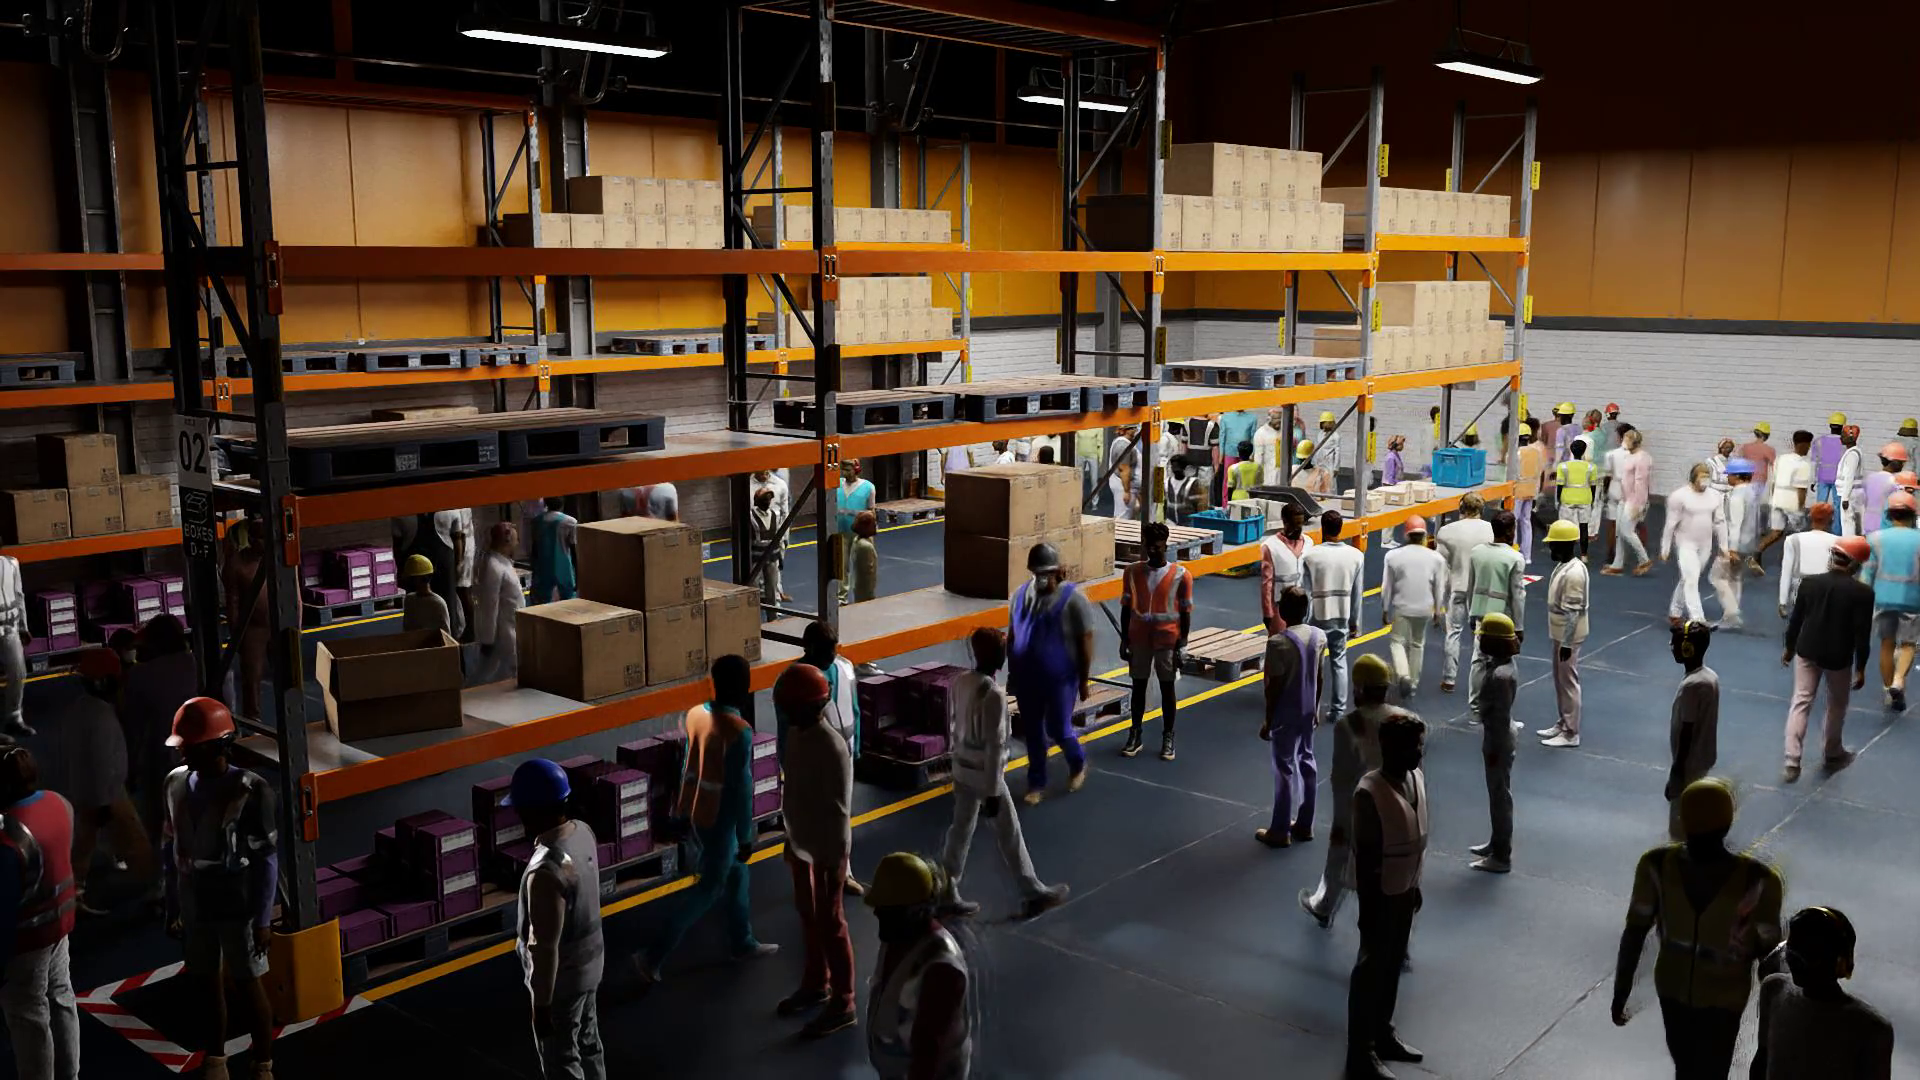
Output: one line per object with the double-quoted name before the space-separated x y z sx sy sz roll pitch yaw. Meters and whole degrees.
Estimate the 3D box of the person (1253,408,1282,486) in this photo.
"person" 4.697 -1.036 24.918 0.656 1.893 0.399 -6 11 -30

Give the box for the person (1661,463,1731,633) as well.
"person" 8.063 0.103 18.131 0.635 1.882 1.021 -2 10 -14

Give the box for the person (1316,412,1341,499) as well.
"person" 5.710 -1.134 25.940 0.316 1.742 0.492 -5 11 -29

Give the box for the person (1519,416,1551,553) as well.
"person" 7.942 -0.739 22.966 0.712 1.946 0.632 0 10 -3

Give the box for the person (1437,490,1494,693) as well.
"person" 4.790 0.496 15.672 0.634 1.931 0.359 3 10 16

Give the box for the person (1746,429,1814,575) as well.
"person" 10.584 -0.464 21.403 0.812 1.935 0.622 -3 10 -18

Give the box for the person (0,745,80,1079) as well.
"person" -4.390 1.857 7.796 0.429 1.844 0.625 0 10 -2

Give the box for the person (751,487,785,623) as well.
"person" -2.147 0.230 18.134 0.517 1.632 0.314 -7 12 -36

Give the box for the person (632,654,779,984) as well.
"person" -1.450 1.579 9.379 0.916 1.876 0.623 -7 12 -36

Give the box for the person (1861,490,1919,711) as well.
"person" 8.432 0.566 14.976 0.642 2.016 0.664 7 12 36

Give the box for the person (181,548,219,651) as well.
"person" -7.221 0.582 15.834 0.322 1.697 0.530 -8 12 -38

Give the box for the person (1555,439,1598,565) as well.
"person" 8.267 -0.507 22.335 0.532 1.697 0.320 2 10 14

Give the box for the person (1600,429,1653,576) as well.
"person" 8.613 -0.469 21.416 0.527 1.926 0.671 1 10 4

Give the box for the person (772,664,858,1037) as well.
"person" -0.785 1.619 8.803 0.409 1.984 0.613 -5 11 -29

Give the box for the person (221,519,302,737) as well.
"person" -5.919 0.758 14.203 0.636 1.899 0.400 -9 13 -42

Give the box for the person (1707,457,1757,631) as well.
"person" 8.503 0.054 18.290 0.452 1.930 0.643 8 12 39

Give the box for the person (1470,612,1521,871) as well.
"person" 3.581 1.343 11.154 0.321 1.742 0.492 3 10 18

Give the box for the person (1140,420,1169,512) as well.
"person" 3.142 -1.413 27.024 0.551 1.936 0.357 -1 10 -6

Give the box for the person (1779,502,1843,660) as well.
"person" 8.035 0.551 15.649 0.584 1.828 1.036 6 11 32

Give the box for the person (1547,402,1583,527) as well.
"person" 9.234 -1.134 25.413 0.619 1.926 0.379 -8 12 -39

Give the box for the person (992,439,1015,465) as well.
"person" 0.578 -0.509 21.806 0.338 1.877 0.573 1 10 6

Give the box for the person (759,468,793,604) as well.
"person" -2.225 -0.178 19.703 0.377 1.932 0.636 7 12 35

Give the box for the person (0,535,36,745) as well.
"person" -8.147 0.790 14.079 0.395 1.877 0.600 4 10 22

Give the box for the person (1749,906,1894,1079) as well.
"person" 2.971 2.171 5.835 0.313 1.869 0.528 -5 11 -29

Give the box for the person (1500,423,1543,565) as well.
"person" 7.520 -0.610 22.325 0.591 1.912 0.397 -4 10 -24

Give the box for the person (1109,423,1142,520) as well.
"person" 2.294 -0.724 22.605 0.535 2.000 0.684 0 10 1

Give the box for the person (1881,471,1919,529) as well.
"person" 10.537 0.081 18.706 0.351 1.738 0.573 5 11 26

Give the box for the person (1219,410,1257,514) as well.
"person" 4.468 -1.399 26.771 0.611 1.996 0.379 1 10 5

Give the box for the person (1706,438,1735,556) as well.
"person" 10.533 -0.590 23.002 0.514 1.641 0.307 0 10 -1

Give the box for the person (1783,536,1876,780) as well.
"person" 6.869 0.913 13.167 0.968 1.925 0.713 -8 12 -39

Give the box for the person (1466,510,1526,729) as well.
"person" 4.662 0.694 14.504 0.399 1.920 0.590 -5 11 -29

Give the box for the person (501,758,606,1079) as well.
"person" -1.763 1.894 7.294 0.415 1.939 0.604 1 10 4

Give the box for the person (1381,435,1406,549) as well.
"person" 6.137 -0.685 23.594 0.321 1.631 0.527 3 10 20

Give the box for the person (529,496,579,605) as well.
"person" -4.082 0.344 16.858 0.511 1.835 0.401 1 10 3

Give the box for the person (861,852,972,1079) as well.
"person" -0.249 2.099 6.484 0.878 1.786 0.603 -4 10 -25

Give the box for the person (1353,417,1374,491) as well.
"person" 6.340 -1.114 26.082 0.324 1.667 0.617 0 10 -3

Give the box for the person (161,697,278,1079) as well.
"person" -3.524 1.740 7.893 0.607 2.044 0.374 3 10 15

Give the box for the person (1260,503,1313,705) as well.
"person" 2.962 0.599 15.122 0.598 1.908 0.410 -6 11 -32

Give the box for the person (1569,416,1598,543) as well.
"person" 9.013 -0.876 24.128 0.387 1.838 0.571 0 10 3

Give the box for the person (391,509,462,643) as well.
"person" -5.421 0.224 16.950 0.681 2.000 0.535 -3 10 -17

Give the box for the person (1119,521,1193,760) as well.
"person" 1.592 0.817 13.630 0.604 1.966 0.367 3 10 19

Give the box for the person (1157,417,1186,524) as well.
"person" 3.076 -0.934 24.235 0.397 1.918 0.589 5 11 27
